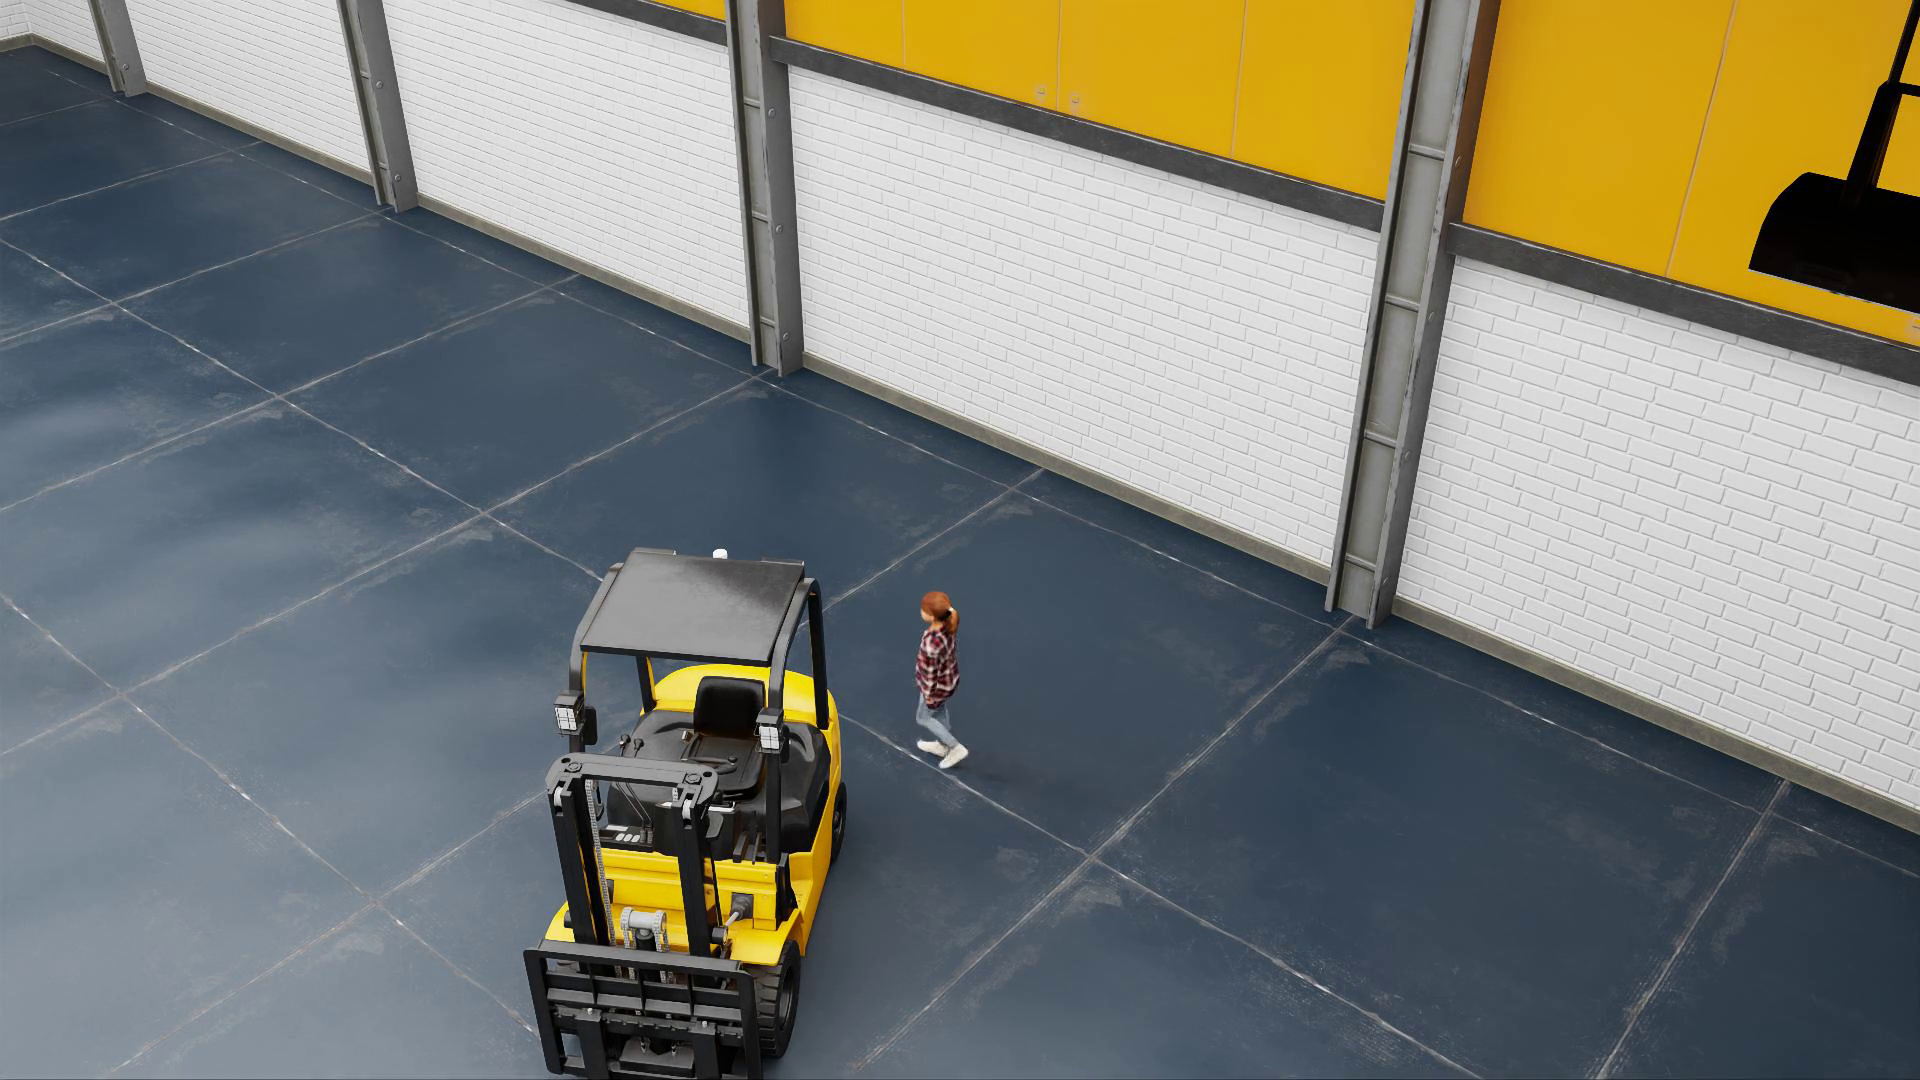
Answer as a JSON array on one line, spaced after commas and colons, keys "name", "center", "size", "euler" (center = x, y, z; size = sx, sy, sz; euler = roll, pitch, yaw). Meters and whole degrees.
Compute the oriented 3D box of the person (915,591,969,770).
[{"name": "person", "center": [-0.078, 0.885, 10.442], "size": [0.693, 1.299, 0.625], "euler": [13, 36, 18]}]
